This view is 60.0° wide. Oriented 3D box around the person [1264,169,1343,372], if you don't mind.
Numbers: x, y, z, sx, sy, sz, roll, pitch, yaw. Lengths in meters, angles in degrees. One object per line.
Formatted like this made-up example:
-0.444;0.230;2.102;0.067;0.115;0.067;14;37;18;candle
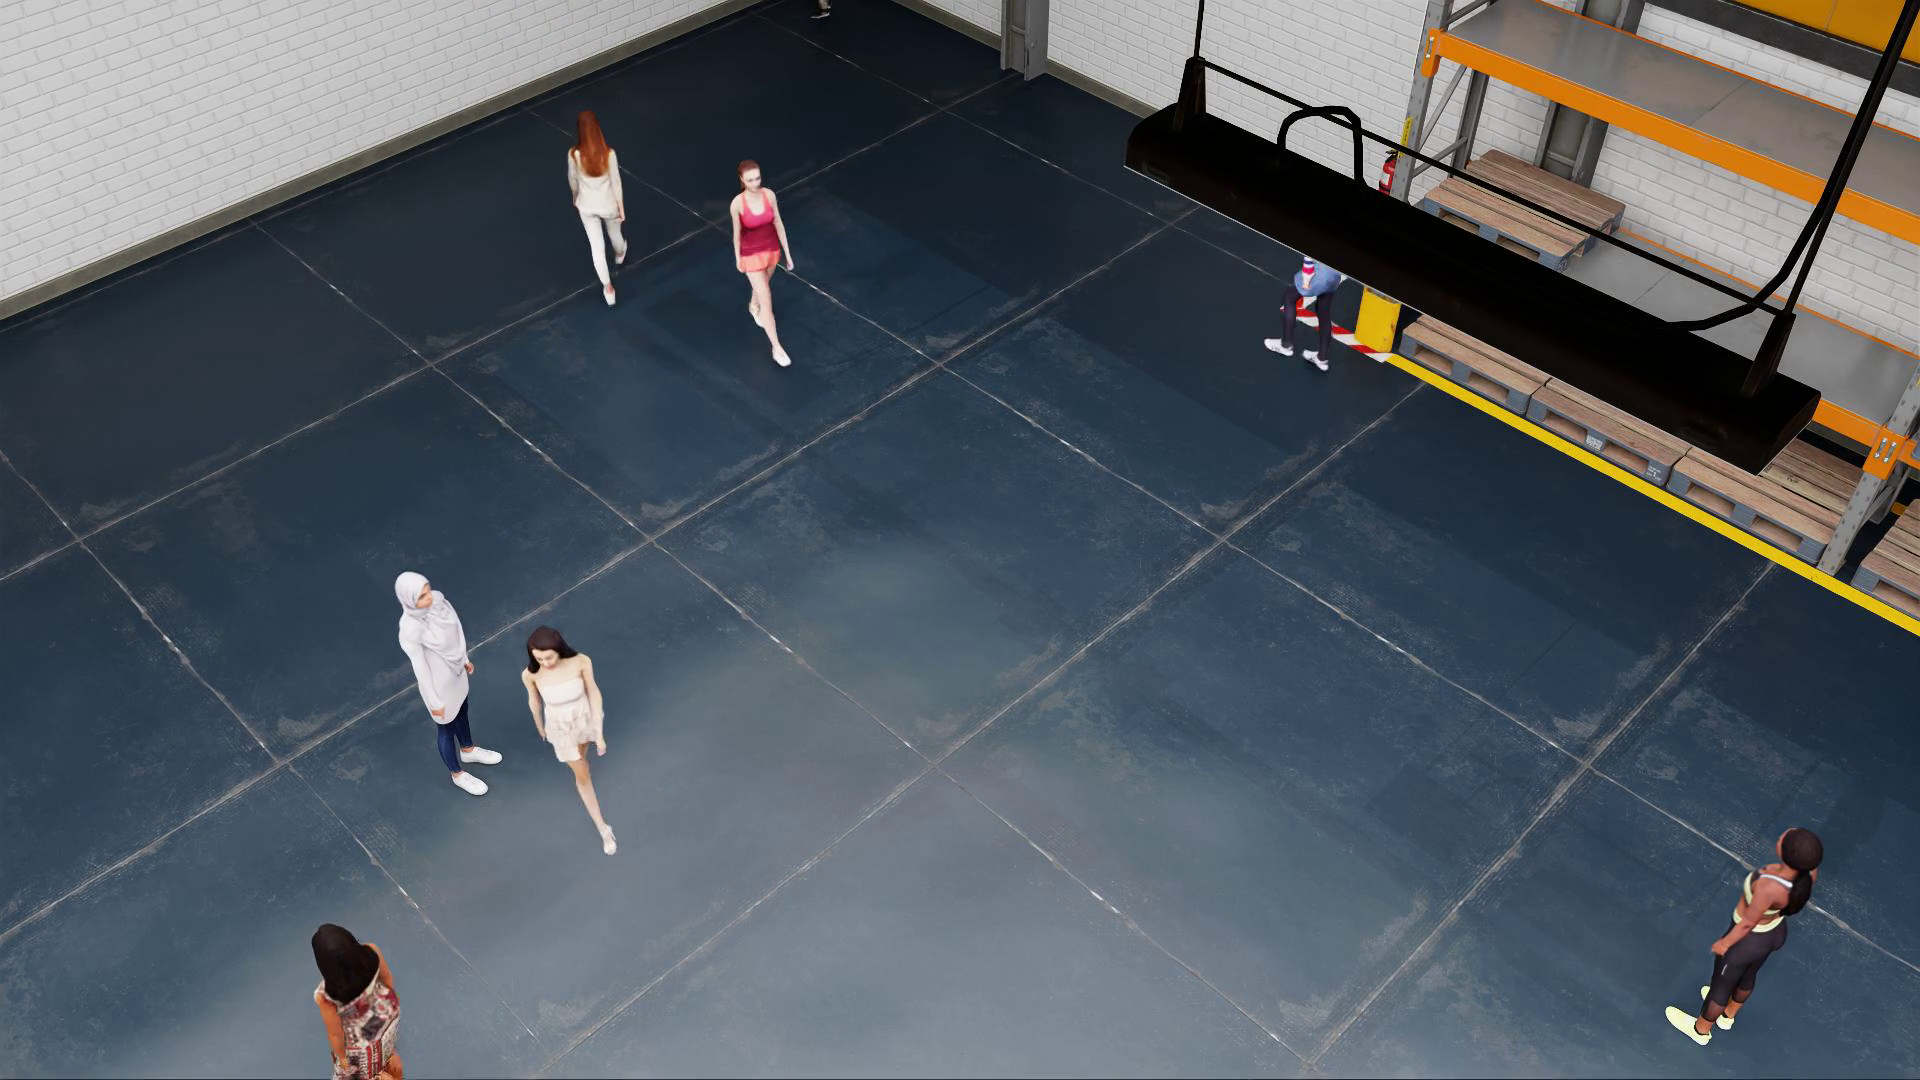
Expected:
2.938;-2.110;13.245;0.726;1.789;0.830;-26;50;-25;person

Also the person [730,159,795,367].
-1.649;-2.357;13.564;0.751;1.706;1.186;-22;48;-22;person

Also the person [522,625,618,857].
-2.332;1.047;10.009;0.840;1.682;1.116;-15;46;-15;person

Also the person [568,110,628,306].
-3.041;-2.752;14.002;1.012;1.674;1.151;-6;44;-7;person

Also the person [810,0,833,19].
-1.510;-6.437;18.054;0.633;1.420;0.737;30;51;28;person

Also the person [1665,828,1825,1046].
4.222;2.112;8.838;0.615;1.755;0.604;-20;47;-20;person

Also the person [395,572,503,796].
-3.159;0.850;10.148;0.704;1.776;0.688;8;44;9;person

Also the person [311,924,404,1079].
-2.970;2.519;8.499;0.912;1.633;0.803;18;46;18;person
